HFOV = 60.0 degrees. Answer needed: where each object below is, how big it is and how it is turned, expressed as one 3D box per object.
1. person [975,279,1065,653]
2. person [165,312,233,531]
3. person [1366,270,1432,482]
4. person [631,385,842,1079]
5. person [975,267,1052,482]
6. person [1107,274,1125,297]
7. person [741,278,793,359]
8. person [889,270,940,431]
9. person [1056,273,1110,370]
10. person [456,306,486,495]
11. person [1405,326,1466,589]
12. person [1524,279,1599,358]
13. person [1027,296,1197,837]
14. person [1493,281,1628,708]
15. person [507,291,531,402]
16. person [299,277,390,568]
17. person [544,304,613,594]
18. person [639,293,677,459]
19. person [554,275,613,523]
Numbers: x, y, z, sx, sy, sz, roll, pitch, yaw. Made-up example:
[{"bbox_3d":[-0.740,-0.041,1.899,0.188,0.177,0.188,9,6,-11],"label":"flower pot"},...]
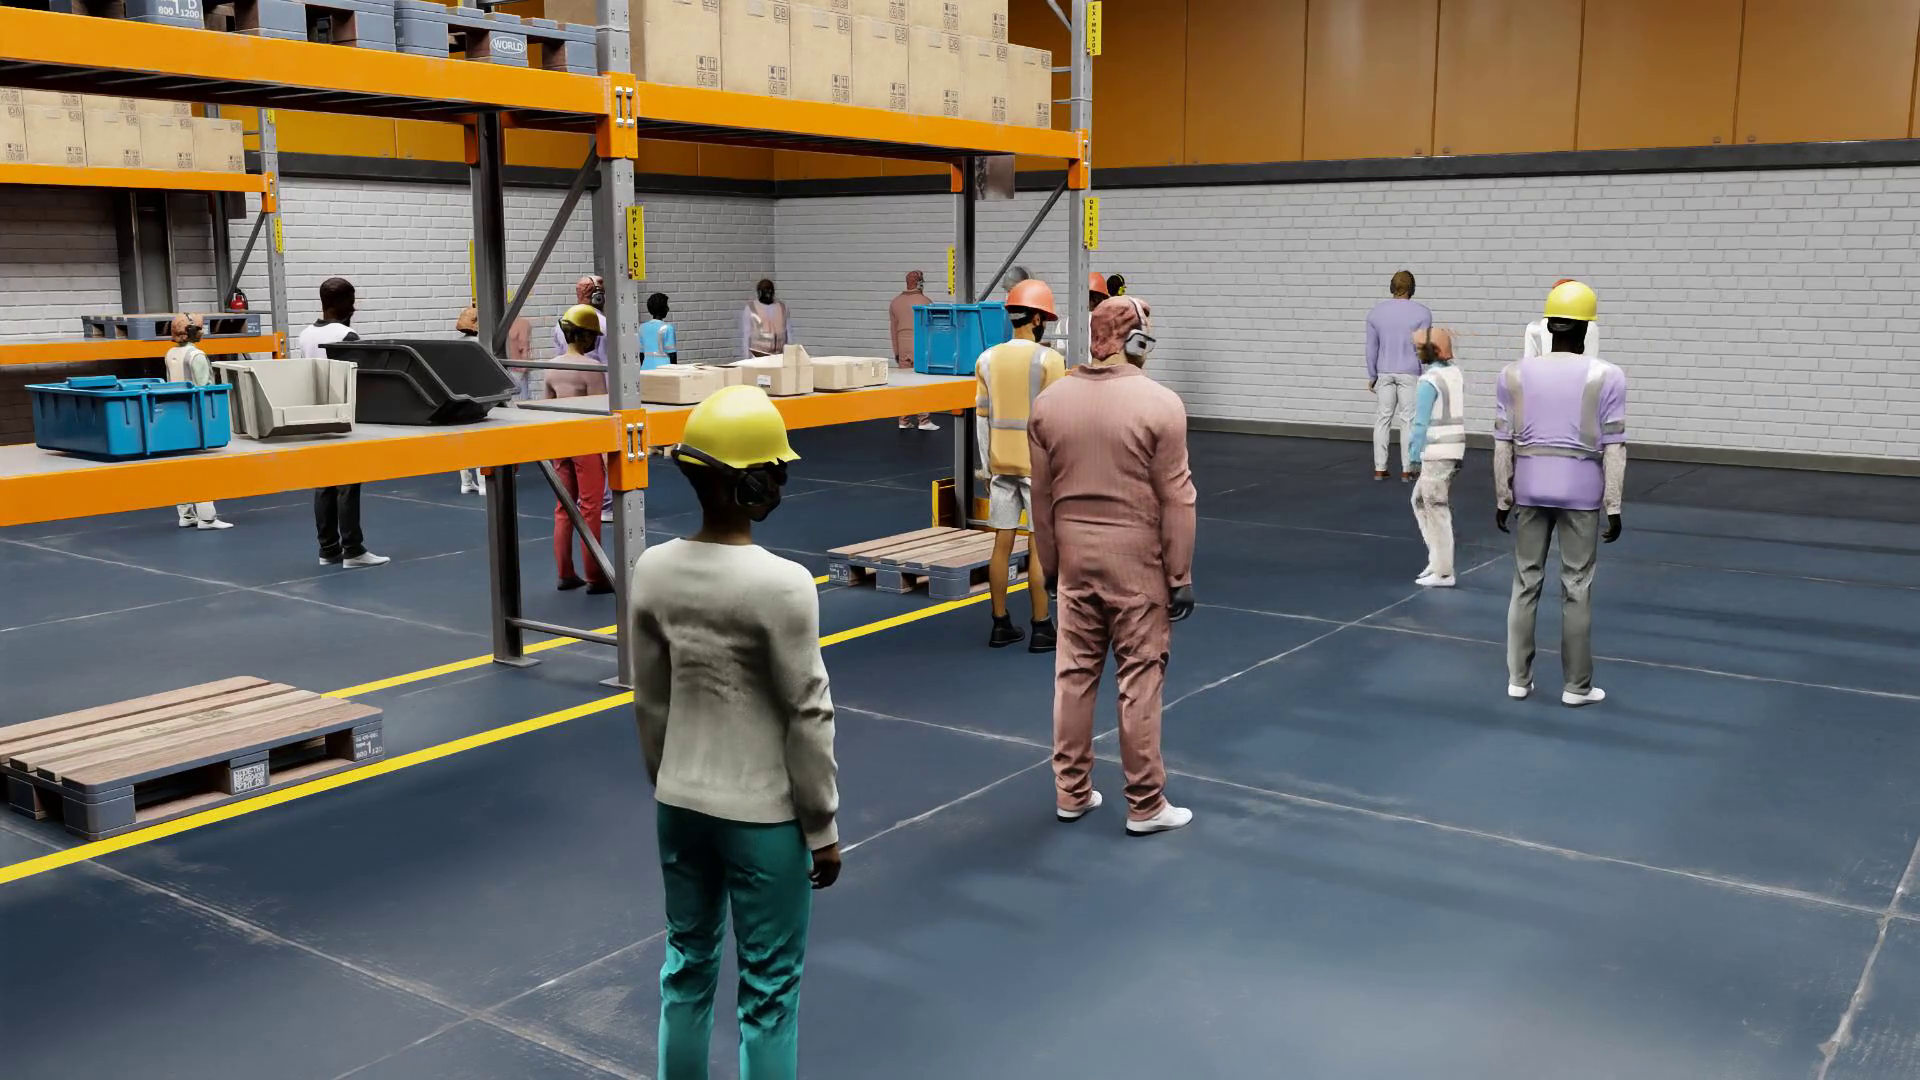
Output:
[{"bbox_3d":[0.347,-0.379,8.636,0.542,1.927,0.374,7,12,36],"label":"person"},{"bbox_3d":[-5.766,-0.888,12.513,0.514,1.642,0.310,7,12,36],"label":"person"},{"bbox_3d":[4.032,-1.500,15.275,0.627,1.941,0.371,7,12,36],"label":"person"},{"bbox_3d":[-0.462,0.561,3.514,0.524,1.770,0.315,7,12,36],"label":"person"},{"bbox_3d":[0.513,-1.578,15.436,1.061,2.000,0.686,-7,12,-37],"label":"person"},{"bbox_3d":[1.742,-2.046,18.729,0.521,1.874,0.328,7,12,36],"label":"person"},{"bbox_3d":[-2.376,-2.298,20.400,0.627,1.823,0.800,-6,11,-31],"label":"person"},{"bbox_3d":[-0.524,-2.260,19.896,0.639,1.911,0.406,7,12,36],"label":"person"},{"bbox_3d":[1.041,-1.175,13.375,0.542,1.927,0.374,7,12,36],"label":"person"},{"bbox_3d":[-4.195,-1.204,14.417,0.498,1.634,0.279,7,12,36],"label":"person"},{"bbox_3d":[2.921,-0.507,10.276,0.442,1.617,0.534,7,12,37],"label":"person"},{"bbox_3d":[4.626,-1.058,12.812,0.573,1.883,0.355,7,12,36],"label":"person"},{"bbox_3d":[0.560,0.093,5.907,0.639,1.902,0.406,7,12,36],"label":"person"},{"bbox_3d":[2.725,-0.202,7.578,0.585,1.929,0.370,7,12,36],"label":"person"},{"bbox_3d":[-4.859,-1.865,18.060,0.518,1.733,0.849,1,10,7],"label":"person"},{"bbox_3d":[-4.115,-0.768,10.996,0.587,1.913,0.391,7,12,36],"label":"person"},{"bbox_3d":[-2.301,-0.549,10.152,0.524,1.760,0.328,7,12,36],"label":"person"},{"bbox_3d":[-3.082,-1.681,17.072,0.531,1.698,0.320,7,12,36],"label":"person"},{"bbox_3d":[-2.827,-1.087,12.909,0.639,1.911,0.406,7,12,36],"label":"person"}]
